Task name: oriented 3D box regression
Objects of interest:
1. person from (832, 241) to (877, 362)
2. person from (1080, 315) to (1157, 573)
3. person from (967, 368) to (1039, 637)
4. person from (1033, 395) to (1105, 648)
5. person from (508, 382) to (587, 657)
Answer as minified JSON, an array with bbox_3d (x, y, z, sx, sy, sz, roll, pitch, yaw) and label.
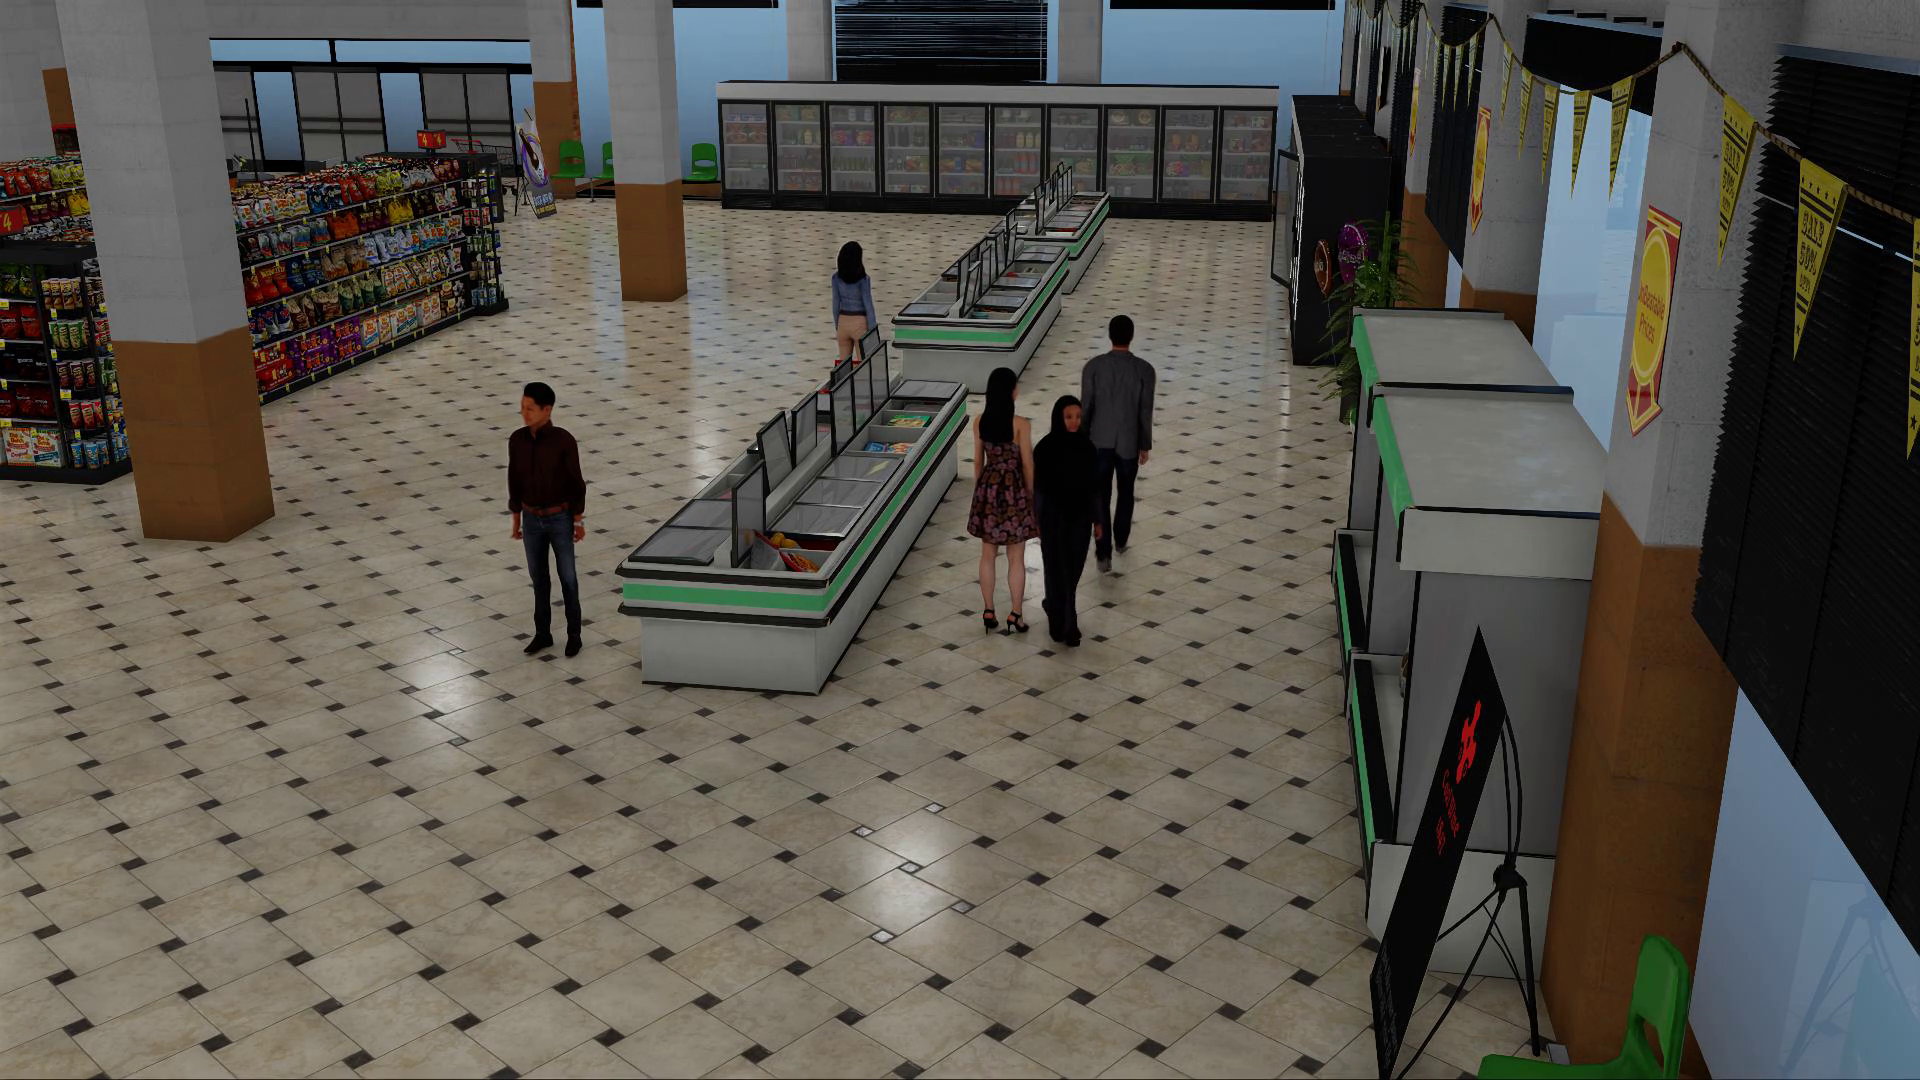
[{"bbox_3d":[-1.015,-1.979,15.935,0.663,1.775,0.656,9,21,24],"label":"person"},{"bbox_3d":[1.103,-0.646,11.892,0.783,1.831,1.211,2,19,4],"label":"person"},{"bbox_3d":[0.283,-0.243,10.785,0.731,1.775,0.746,8,20,23],"label":"person"},{"bbox_3d":[0.671,-0.169,10.819,0.916,1.614,1.123,-6,19,-17],"label":"person"},{"bbox_3d":[-2.586,-0.135,10.460,0.641,1.777,0.498,3,19,10],"label":"person"}]
